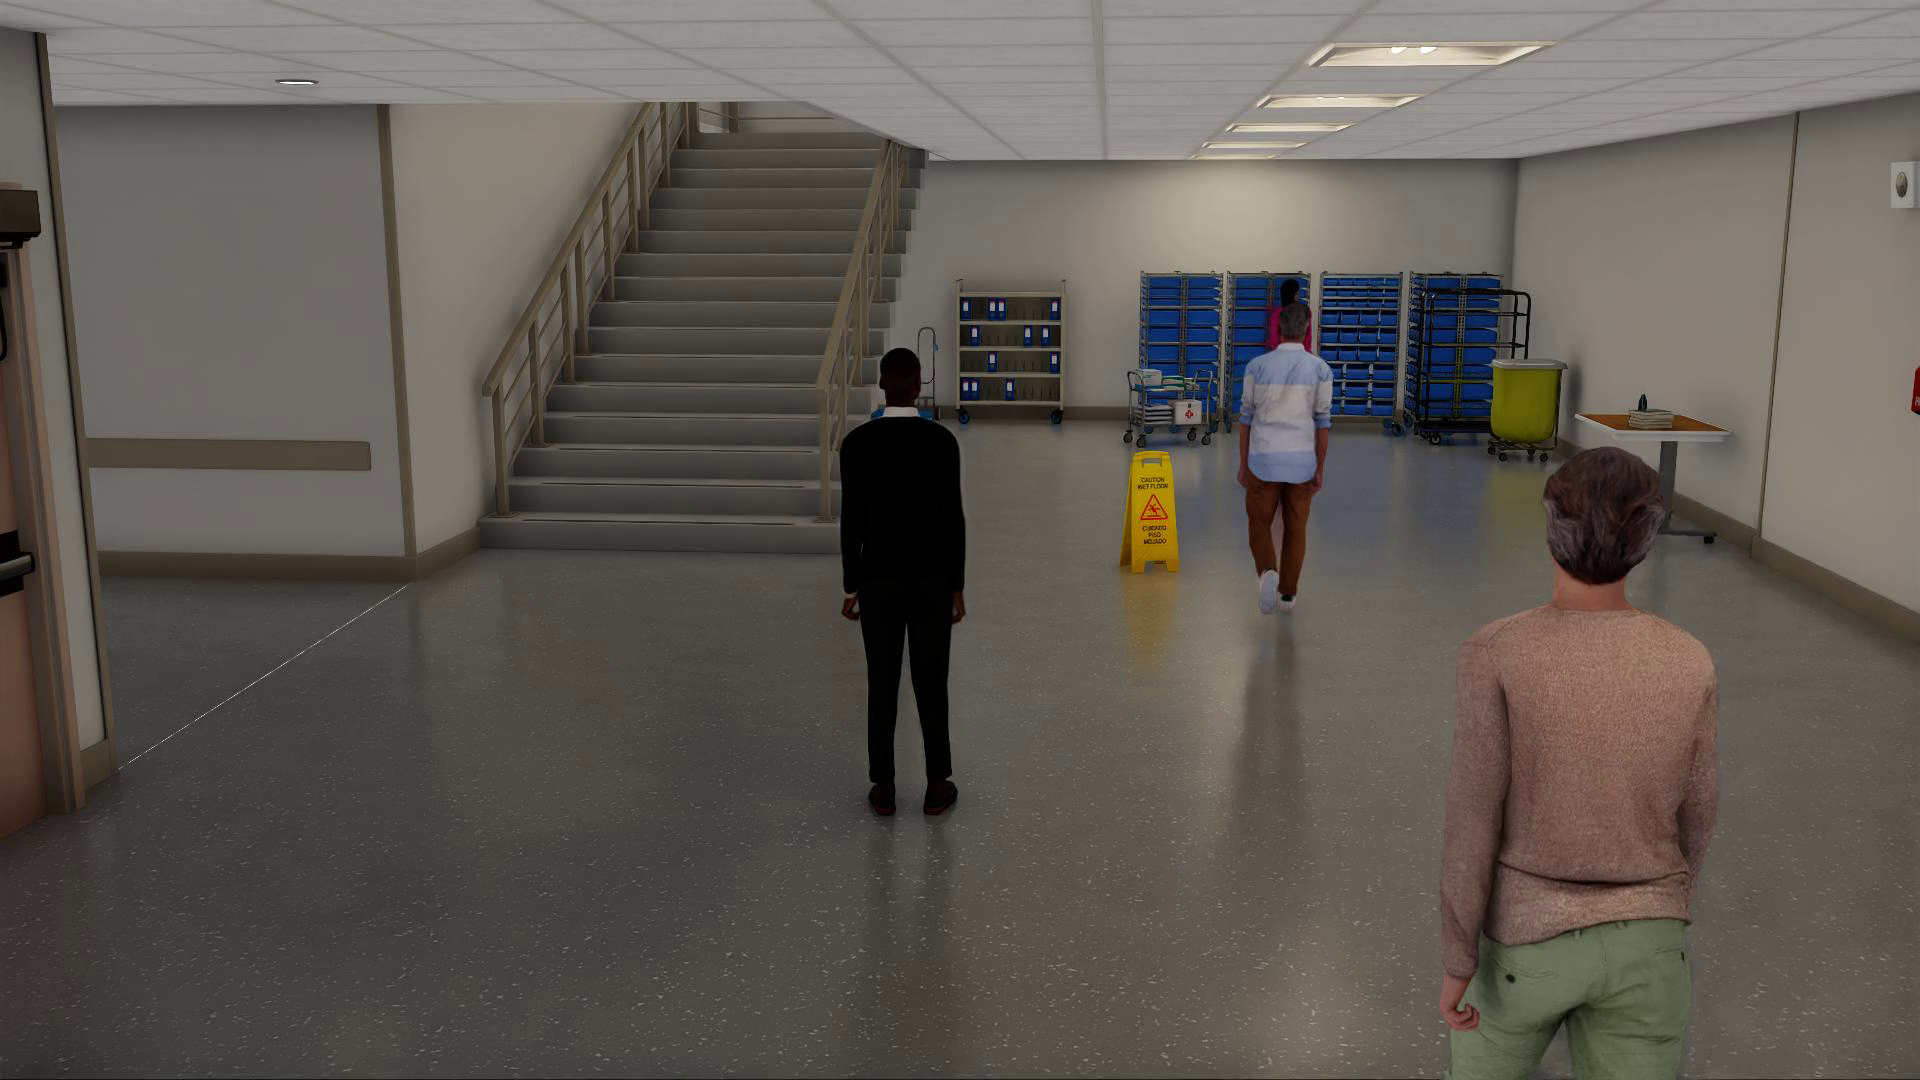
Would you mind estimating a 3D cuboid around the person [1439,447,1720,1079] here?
[{"bbox_3d":[1.124,0.814,2.955,0.655,1.814,1.257,1,11,5],"label":"person"}]

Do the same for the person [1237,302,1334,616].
[{"bbox_3d":[1.851,-0.439,9.562,0.723,1.813,0.962,2,11,10],"label":"person"}]

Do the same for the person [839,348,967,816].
[{"bbox_3d":[-0.214,0.163,6.400,0.641,1.809,0.549,0,11,2],"label":"person"}]

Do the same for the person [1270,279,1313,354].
[{"bbox_3d":[3.466,-1.879,17.455,0.606,1.699,0.588,2,11,13],"label":"person"}]
